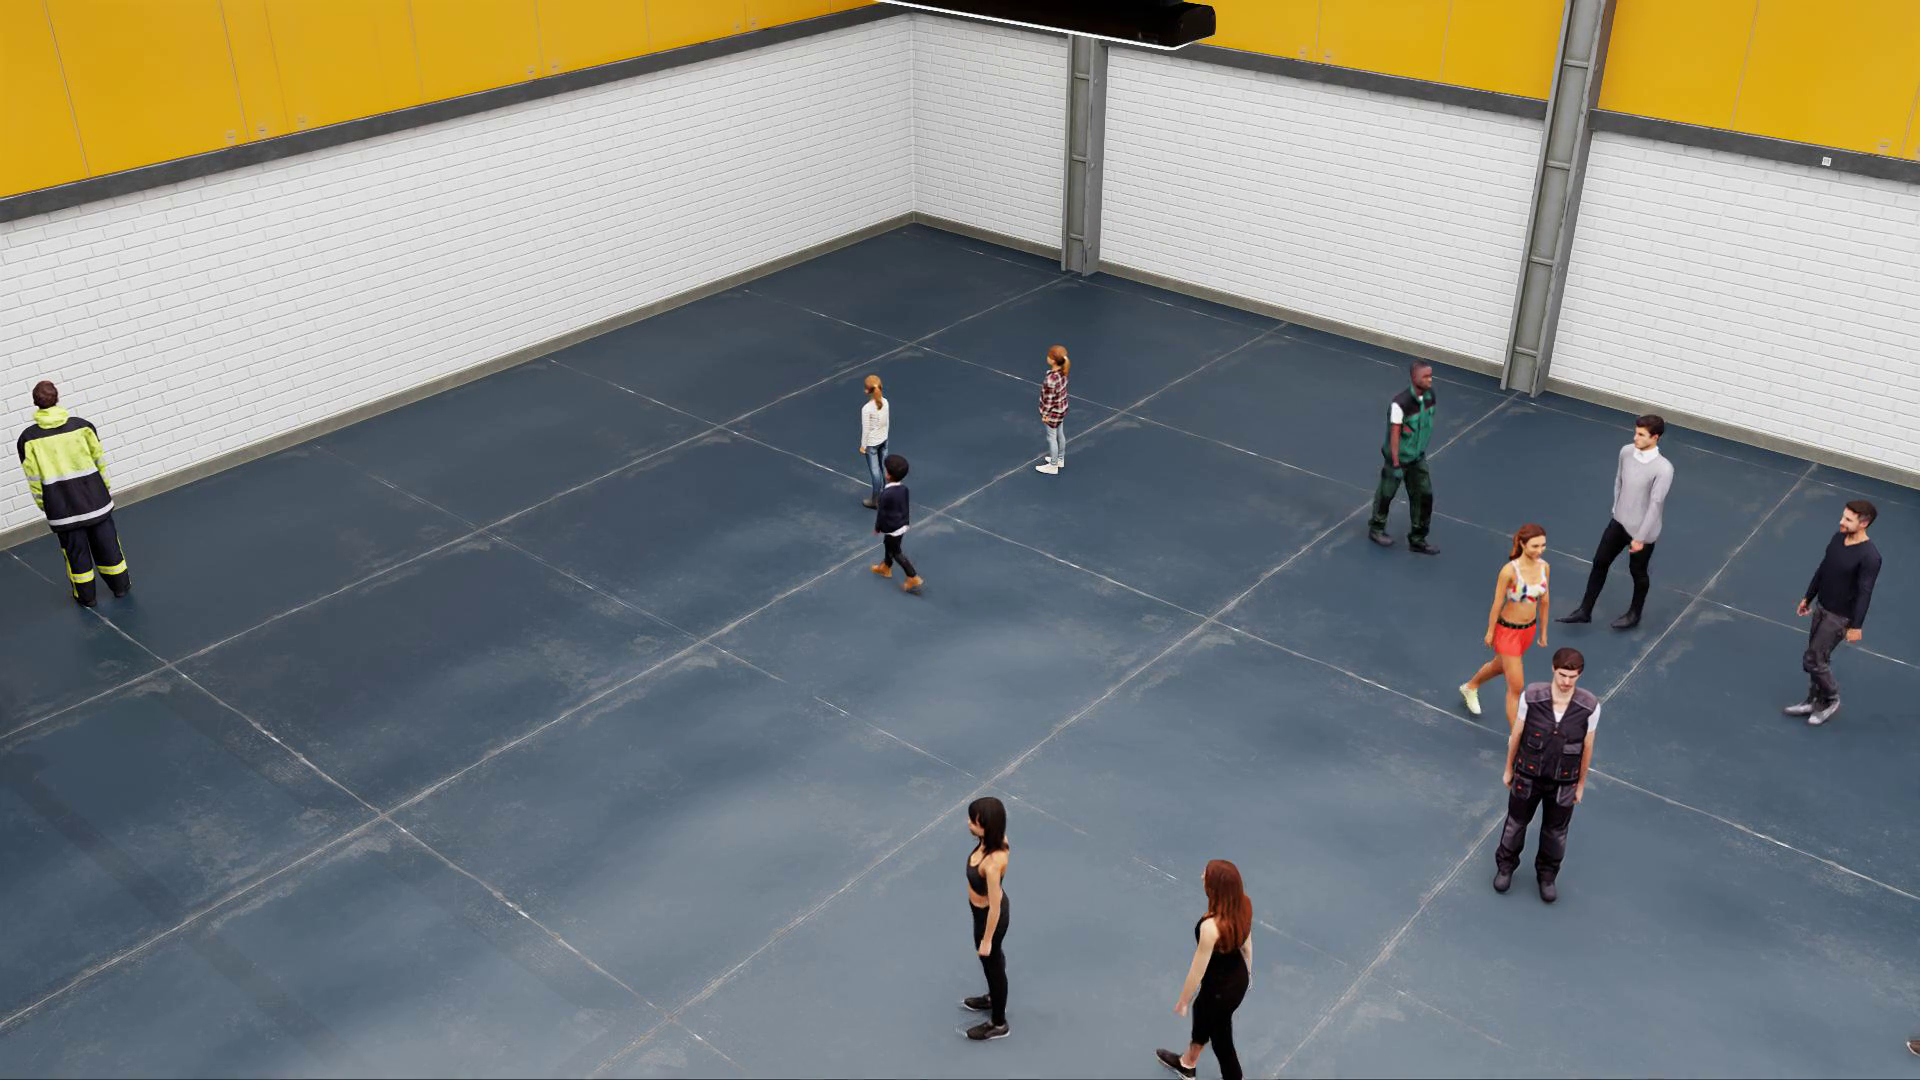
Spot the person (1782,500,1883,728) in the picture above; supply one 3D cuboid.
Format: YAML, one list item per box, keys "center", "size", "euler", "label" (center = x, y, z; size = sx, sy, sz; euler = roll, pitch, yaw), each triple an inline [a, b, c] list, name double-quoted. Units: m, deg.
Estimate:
- center: [6.516, 0.532, 12.222]
  size: [0.844, 1.855, 0.790]
  euler: [-1, 29, -1]
  label: "person"

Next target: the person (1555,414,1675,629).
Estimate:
- center: [5.514, -0.130, 13.393]
  size: [1.043, 1.896, 1.065]
  euler: [-13, 31, -22]
  label: "person"

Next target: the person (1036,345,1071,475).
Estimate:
- center: [0.925, -1.272, 16.103]
  size: [0.569, 1.305, 0.566]
  euler: [15, 32, 25]
  label: "person"

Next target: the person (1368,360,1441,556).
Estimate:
- center: [3.846, -0.764, 14.642]
  size: [0.845, 1.811, 1.024]
  euler: [-19, 34, -30]
  label: "person"

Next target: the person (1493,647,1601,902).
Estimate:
- center: [3.716, 1.459, 10.531]
  size: [0.643, 1.846, 0.782]
  euler: [9, 30, 16]
  label: "person"

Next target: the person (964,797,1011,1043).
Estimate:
- center: [0.180, 2.147, 9.482]
  size: [0.678, 1.643, 0.635]
  euler: [0, 29, 0]
  label: "person"

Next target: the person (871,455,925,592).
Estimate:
- center: [-0.523, -0.134, 14.110]
  size: [0.845, 1.215, 0.570]
  euler: [16, 33, 27]
  label: "person"

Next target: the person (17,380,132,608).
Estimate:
- center: [-7.353, -0.393, 13.783]
  size: [0.816, 1.983, 0.716]
  euler: [-21, 35, -33]
  label: "person"

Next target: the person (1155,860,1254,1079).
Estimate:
- center: [1.475, 2.441, 8.879]
  size: [0.889, 1.705, 0.613]
  euler: [21, 35, 33]
  label: "person"

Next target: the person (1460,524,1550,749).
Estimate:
- center: [3.985, 0.650, 12.114]
  size: [0.968, 1.750, 1.215]
  euler: [-10, 30, -18]
  label: "person"

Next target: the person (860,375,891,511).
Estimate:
- center: [-0.770, -0.906, 15.422]
  size: [0.489, 1.314, 0.500]
  euler: [-25, 37, -38]
  label: "person"
